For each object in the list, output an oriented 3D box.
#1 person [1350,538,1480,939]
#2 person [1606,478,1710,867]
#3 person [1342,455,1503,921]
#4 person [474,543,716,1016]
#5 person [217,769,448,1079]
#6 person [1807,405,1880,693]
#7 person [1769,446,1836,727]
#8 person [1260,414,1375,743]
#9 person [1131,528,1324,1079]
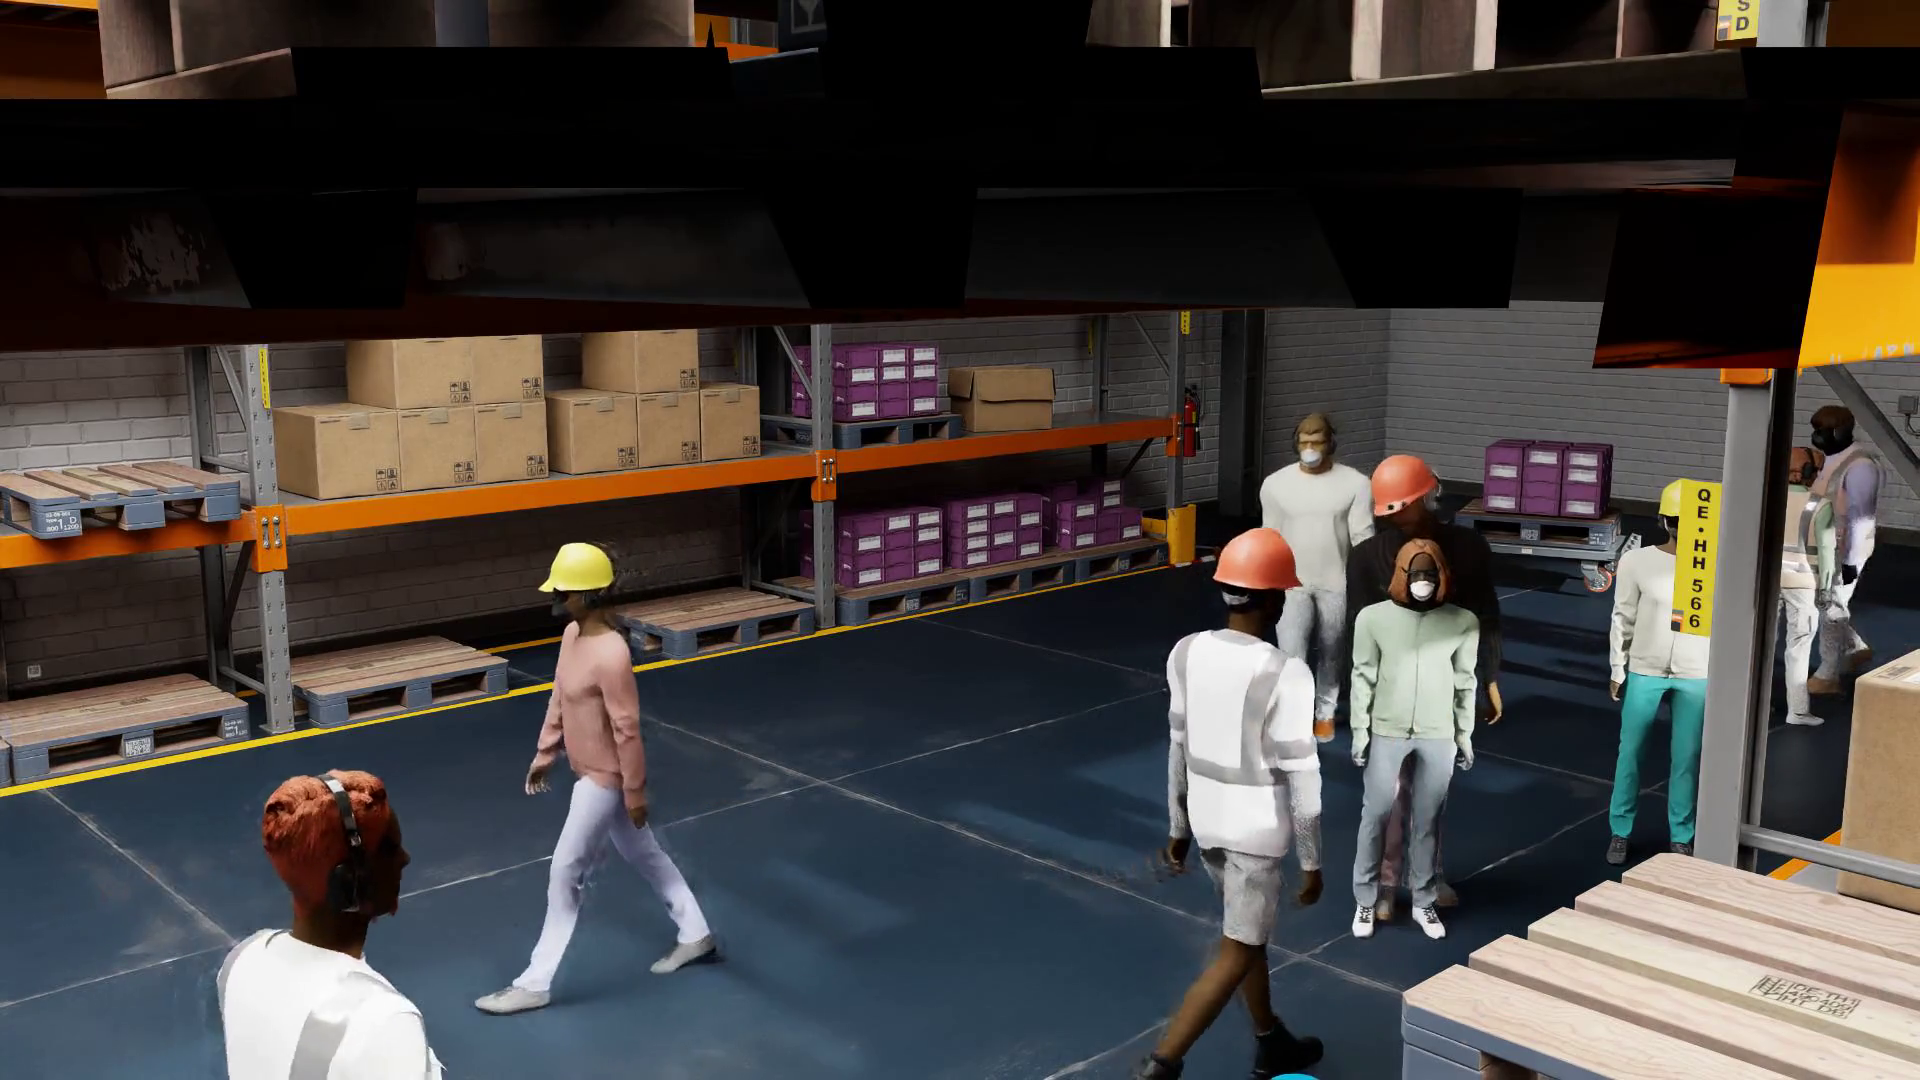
[{"bbox_3d":[1.813,0.795,6.671,0.501,1.633,0.285,1,10,4],"label":"person"},{"bbox_3d":[3.169,0.601,7.419,0.524,1.770,0.315,2,10,14],"label":"person"},{"bbox_3d":[1.885,0.600,6.896,0.673,1.946,0.459,-2,10,-12],"label":"person"},{"bbox_3d":[-1.322,0.850,6.119,0.929,1.720,0.518,-4,11,-24],"label":"person"},{"bbox_3d":[-1.100,1.322,2.903,0.625,1.870,0.591,-9,13,-44],"label":"person"},{"bbox_3d":[5.512,0.061,10.430,0.511,1.822,0.666,0,10,1],"label":"person"},{"bbox_3d":[4.862,0.270,9.738,0.312,1.638,0.512,-5,11,-28],"label":"person"},{"bbox_3d":[1.933,0.258,9.088,0.633,1.885,1.025,3,10,15],"label":"person"},{"bbox_3d":[0.850,0.907,5.252,0.949,1.902,0.555,-7,12,-36],"label":"person"}]
